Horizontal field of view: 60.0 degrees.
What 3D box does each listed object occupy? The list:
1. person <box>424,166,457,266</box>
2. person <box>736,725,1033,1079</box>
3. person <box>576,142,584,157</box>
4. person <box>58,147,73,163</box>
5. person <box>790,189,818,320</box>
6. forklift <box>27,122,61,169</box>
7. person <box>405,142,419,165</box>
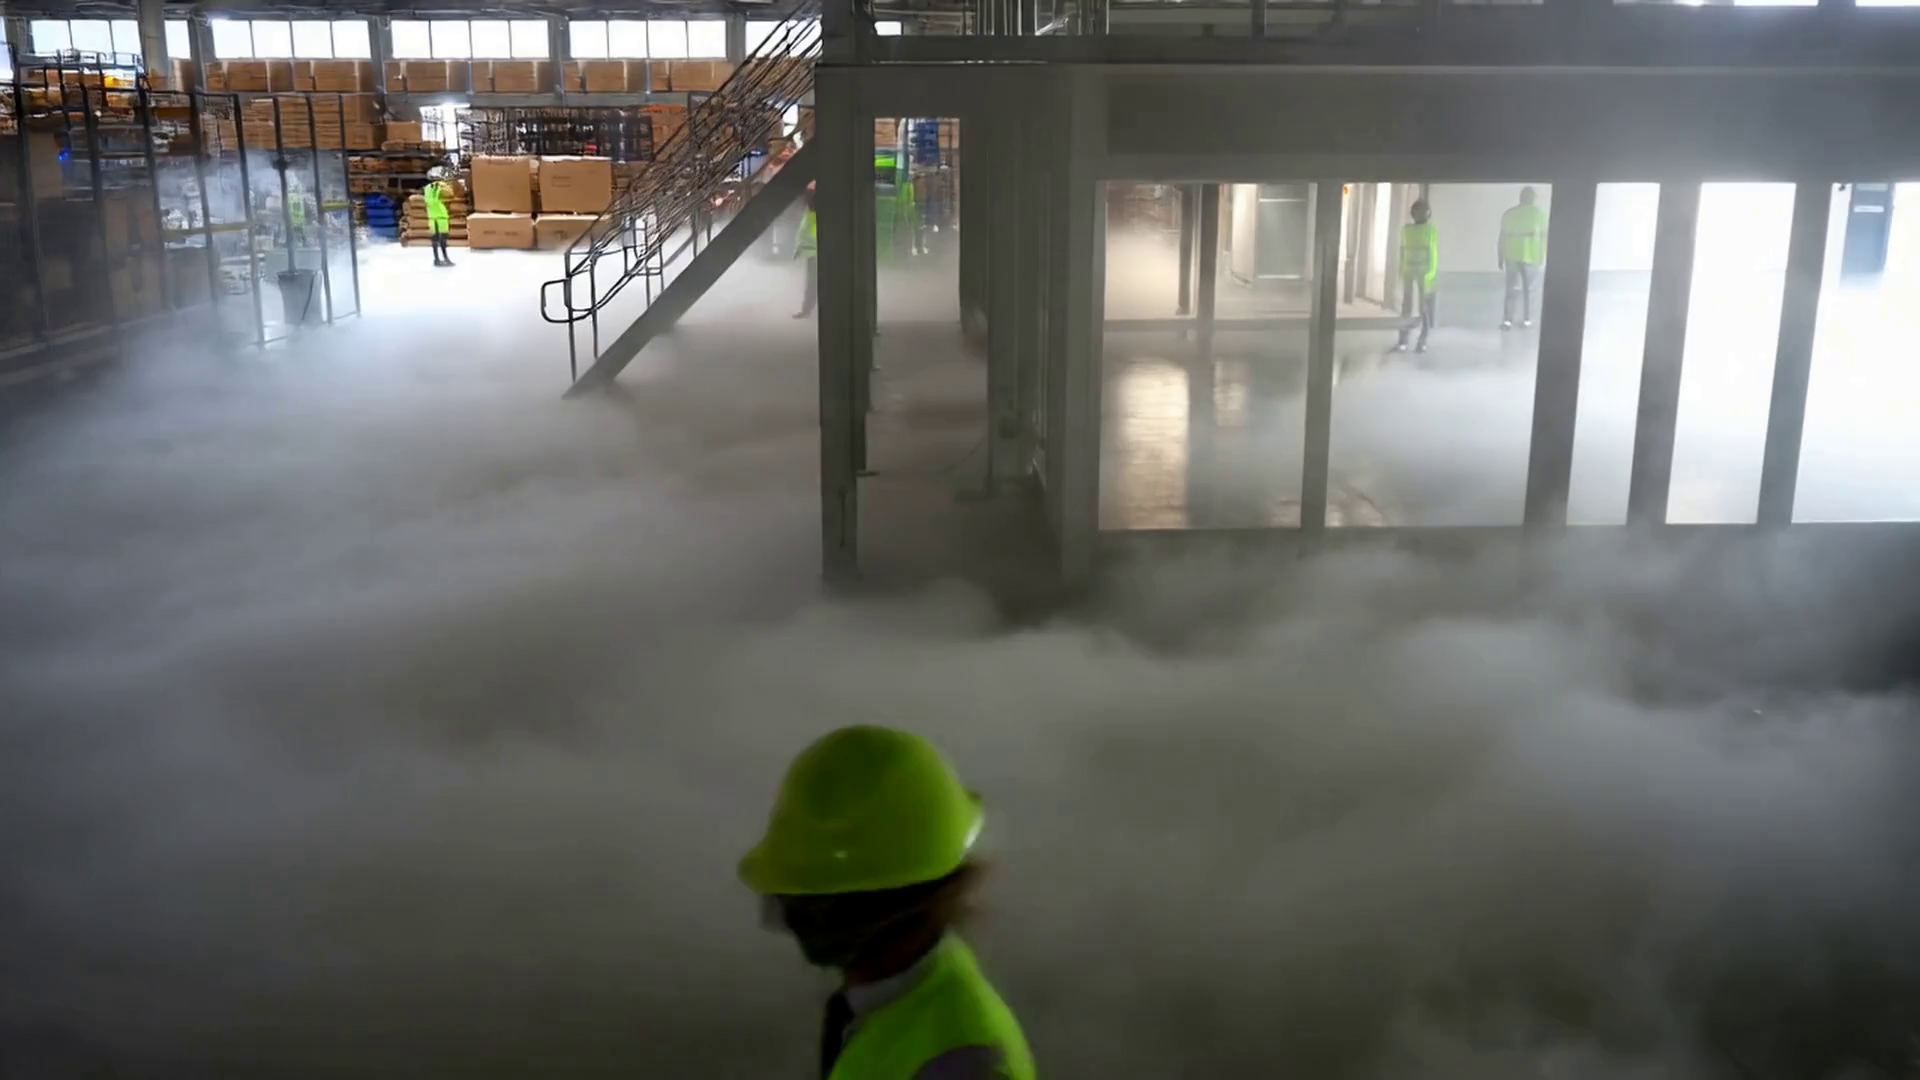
[{"bbox_3d":[-10.190,-6.334,32.560,0.544,1.939,0.354,7,16,27],"label":"person"},{"bbox_3d":[-0.151,1.210,2.347,0.717,1.970,0.617,-5,15,-17],"label":"person"},{"bbox_3d":[-19.142,-19.156,84.020,0.404,1.833,0.590,-11,18,-38],"label":"person"},{"bbox_3d":[-36.960,-15.336,68.757,0.403,1.828,0.595,9,16,31],"label":"person"},{"bbox_3d":[-2.013,-4.078,23.725,0.875,1.849,0.638,-10,17,-35],"label":"person"},{"bbox_3d":[-35.376,-14.773,64.377,1.129,2.768,1.873,-1,14,-2],"label":"forklift"},{"bbox_3d":[-24.524,-16.858,74.654,0.638,1.922,0.632,2,14,8],"label":"person"}]
